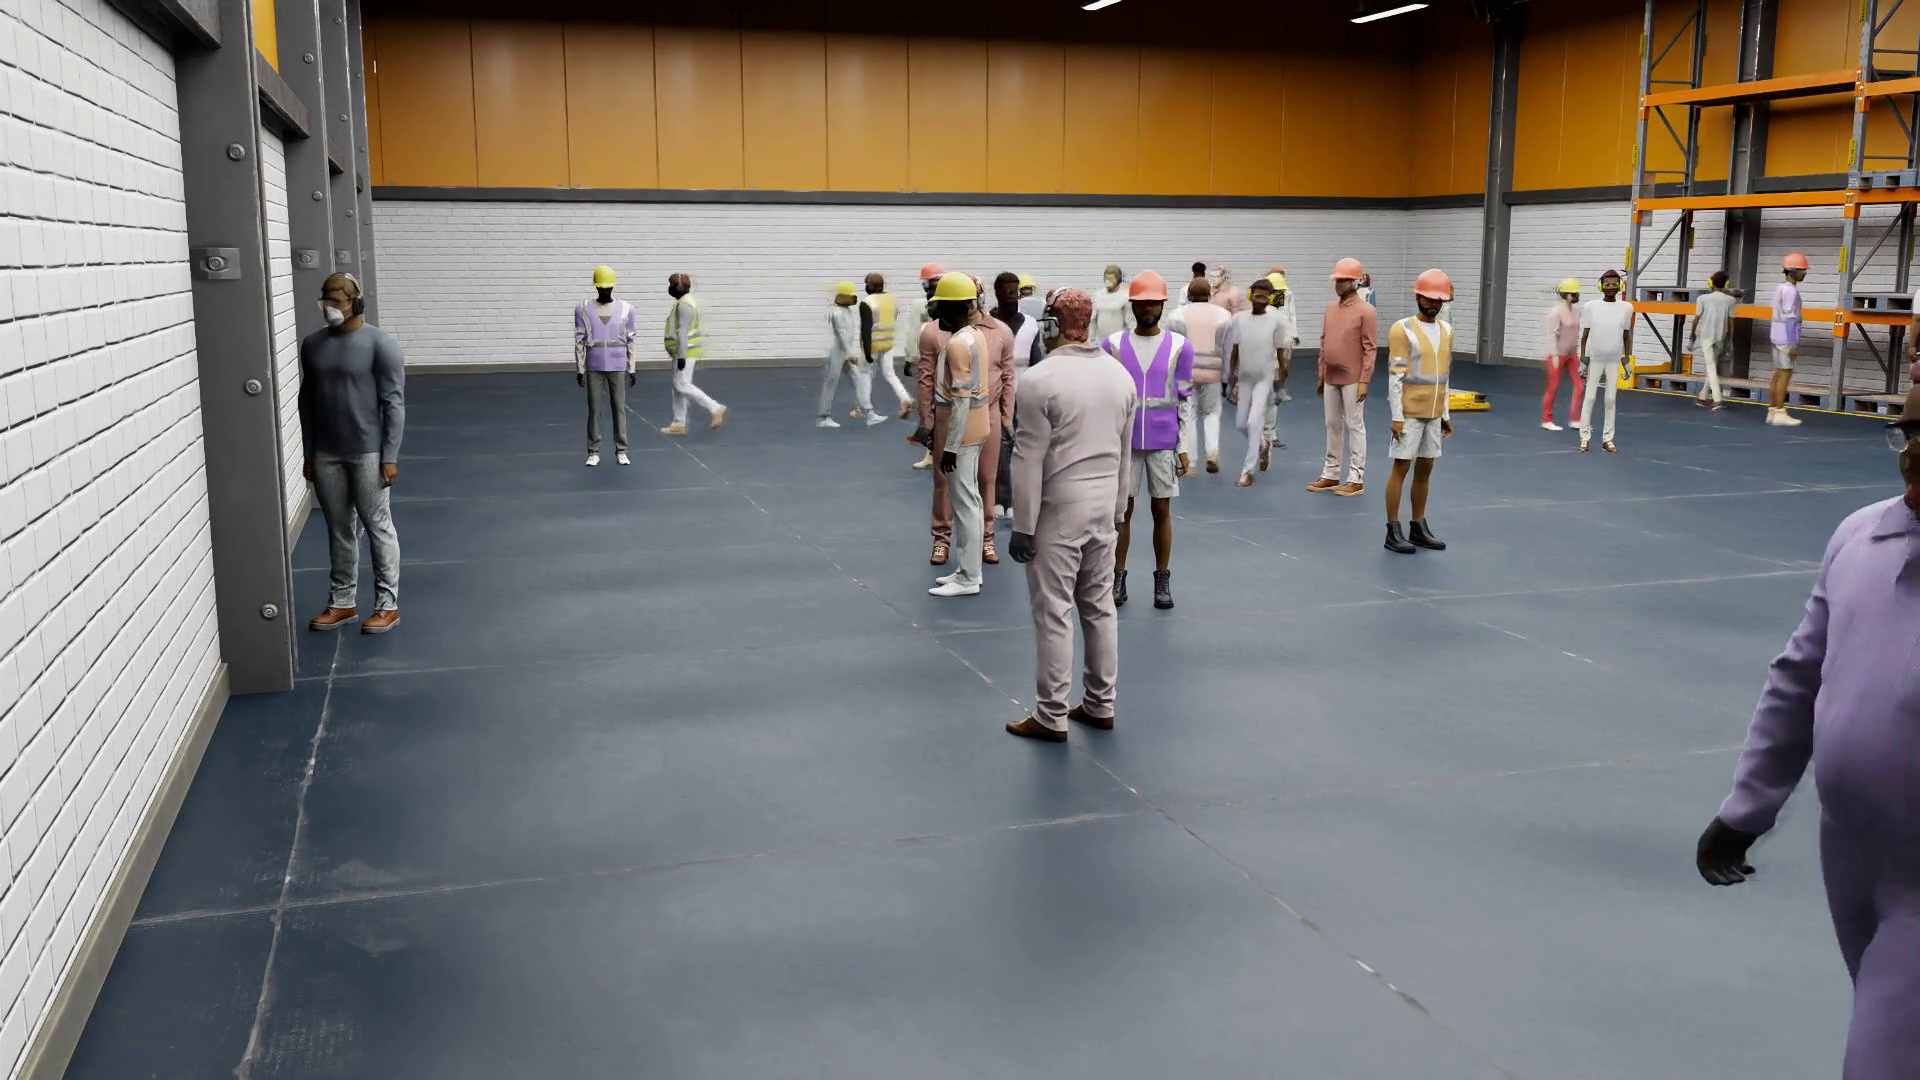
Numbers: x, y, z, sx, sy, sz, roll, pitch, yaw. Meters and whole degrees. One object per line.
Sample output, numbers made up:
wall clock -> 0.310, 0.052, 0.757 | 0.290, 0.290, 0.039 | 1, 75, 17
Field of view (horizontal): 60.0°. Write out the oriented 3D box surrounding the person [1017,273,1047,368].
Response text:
person -> 0.776, -2.127, 18.958 | 0.602, 1.812, 0.424 | -3, 10, -16

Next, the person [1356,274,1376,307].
person -> 7.634, -4.222, 31.588 | 0.523, 1.639, 0.306 | 7, 12, 34

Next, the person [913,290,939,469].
person -> -0.216, -1.484, 15.565 | 0.318, 1.700, 0.535 | -8, 13, -40

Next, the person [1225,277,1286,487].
person -> 2.633, -1.408, 14.742 | 0.530, 1.832, 0.724 | 6, 12, 32

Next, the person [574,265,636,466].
person -> -3.398, -1.668, 15.983 | 0.585, 1.922, 0.372 | -2, 10, -13

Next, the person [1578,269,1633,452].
person -> 6.622, -1.828, 17.060 | 0.519, 1.873, 0.328 | 2, 10, 10

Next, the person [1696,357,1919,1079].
person -> 1.653, 0.594, 3.047 | 0.843, 1.874, 0.651 | -2, 10, -11

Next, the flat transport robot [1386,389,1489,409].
flat transport robot -> 6.320, -1.890, 22.045 | 0.652, 0.197, 1.431 | -3, 10, -17

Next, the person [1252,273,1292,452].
person -> 3.218, -1.831, 17.182 | 0.403, 1.835, 0.586 | 8, 13, 39

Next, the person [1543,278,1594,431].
person -> 6.967, -2.097, 18.948 | 0.559, 1.740, 0.695 | -6, 12, -32

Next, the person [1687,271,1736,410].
person -> 9.898, -2.620, 21.854 | 0.505, 1.819, 1.025 | 0, 10, -1

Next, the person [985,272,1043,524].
person -> 0.403, -1.057, 12.530 | 0.620, 1.885, 0.882 | -5, 11, -27

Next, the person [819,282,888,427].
person -> -1.284, -2.152, 19.412 | 0.859, 1.697, 0.481 | 4, 10, 20

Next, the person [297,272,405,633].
person -> -3.277, -0.463, 8.963 | 0.632, 1.940, 0.372 | 3, 10, 16

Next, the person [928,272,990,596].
person -> -0.009, -0.624, 9.926 | 0.366, 1.927, 0.585 | 1, 10, 8

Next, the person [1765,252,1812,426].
person -> 9.837, -2.379, 19.755 | 0.378, 2.044, 0.610 | 3, 10, 15

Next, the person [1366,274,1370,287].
person -> 7.873, -4.384, 32.538 | 0.278, 1.634, 0.497 | -2, 10, -12

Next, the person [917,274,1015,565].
person -> 0.048, -0.780, 10.898 | 0.652, 1.902, 0.402 | -1, 10, -7

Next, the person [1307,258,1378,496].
person -> 3.246, -1.375, 14.077 | 0.385, 1.993, 0.619 | -6, 11, -31

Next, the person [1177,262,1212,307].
person -> 3.673, -3.309, 25.564 | 0.605, 1.918, 1.038 | 4, 11, 21

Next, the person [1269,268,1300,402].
person -> 4.368, -2.873, 23.200 | 0.579, 1.845, 0.954 | -5, 11, -27

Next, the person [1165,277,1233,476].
person -> 2.171, -1.485, 15.203 | 0.630, 1.823, 0.439 | 0, 10, 2

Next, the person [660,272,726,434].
person -> -3.025, -2.083, 18.662 | 0.662, 1.830, 0.631 | -2, 10, -10

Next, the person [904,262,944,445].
person -> -0.261, -1.914, 17.347 | 0.630, 1.951, 1.009 | -8, 13, -40

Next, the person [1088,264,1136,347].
person -> 1.874, -2.348, 19.957 | 0.767, 1.913, 0.637 | -9, 13, -42

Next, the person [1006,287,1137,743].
person -> 0.446, -0.106, 7.020 | 0.648, 1.903, 0.399 | -9, 13, -42

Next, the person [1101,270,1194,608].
person -> 1.060, -0.570, 9.567 | 0.547, 1.942, 0.350 | 2, 10, 9

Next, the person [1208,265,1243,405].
person -> 3.434, -2.686, 21.978 | 0.467, 1.887, 0.639 | -7, 12, -33

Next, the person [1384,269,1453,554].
person -> 3.163, -0.875, 11.370 | 0.542, 1.931, 0.376 | -5, 11, -28

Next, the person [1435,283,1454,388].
person -> 6.837, -2.855, 23.751 | 0.556, 1.615, 0.512 | -1, 10, -4

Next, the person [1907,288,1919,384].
person -> 11.267, -2.283, 19.200 | 0.684, 2.000, 0.535 | 0, 10, -1

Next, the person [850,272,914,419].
person -> -0.972, -2.382, 20.443 | 0.834, 1.813, 0.625 | 9, 13, 43
